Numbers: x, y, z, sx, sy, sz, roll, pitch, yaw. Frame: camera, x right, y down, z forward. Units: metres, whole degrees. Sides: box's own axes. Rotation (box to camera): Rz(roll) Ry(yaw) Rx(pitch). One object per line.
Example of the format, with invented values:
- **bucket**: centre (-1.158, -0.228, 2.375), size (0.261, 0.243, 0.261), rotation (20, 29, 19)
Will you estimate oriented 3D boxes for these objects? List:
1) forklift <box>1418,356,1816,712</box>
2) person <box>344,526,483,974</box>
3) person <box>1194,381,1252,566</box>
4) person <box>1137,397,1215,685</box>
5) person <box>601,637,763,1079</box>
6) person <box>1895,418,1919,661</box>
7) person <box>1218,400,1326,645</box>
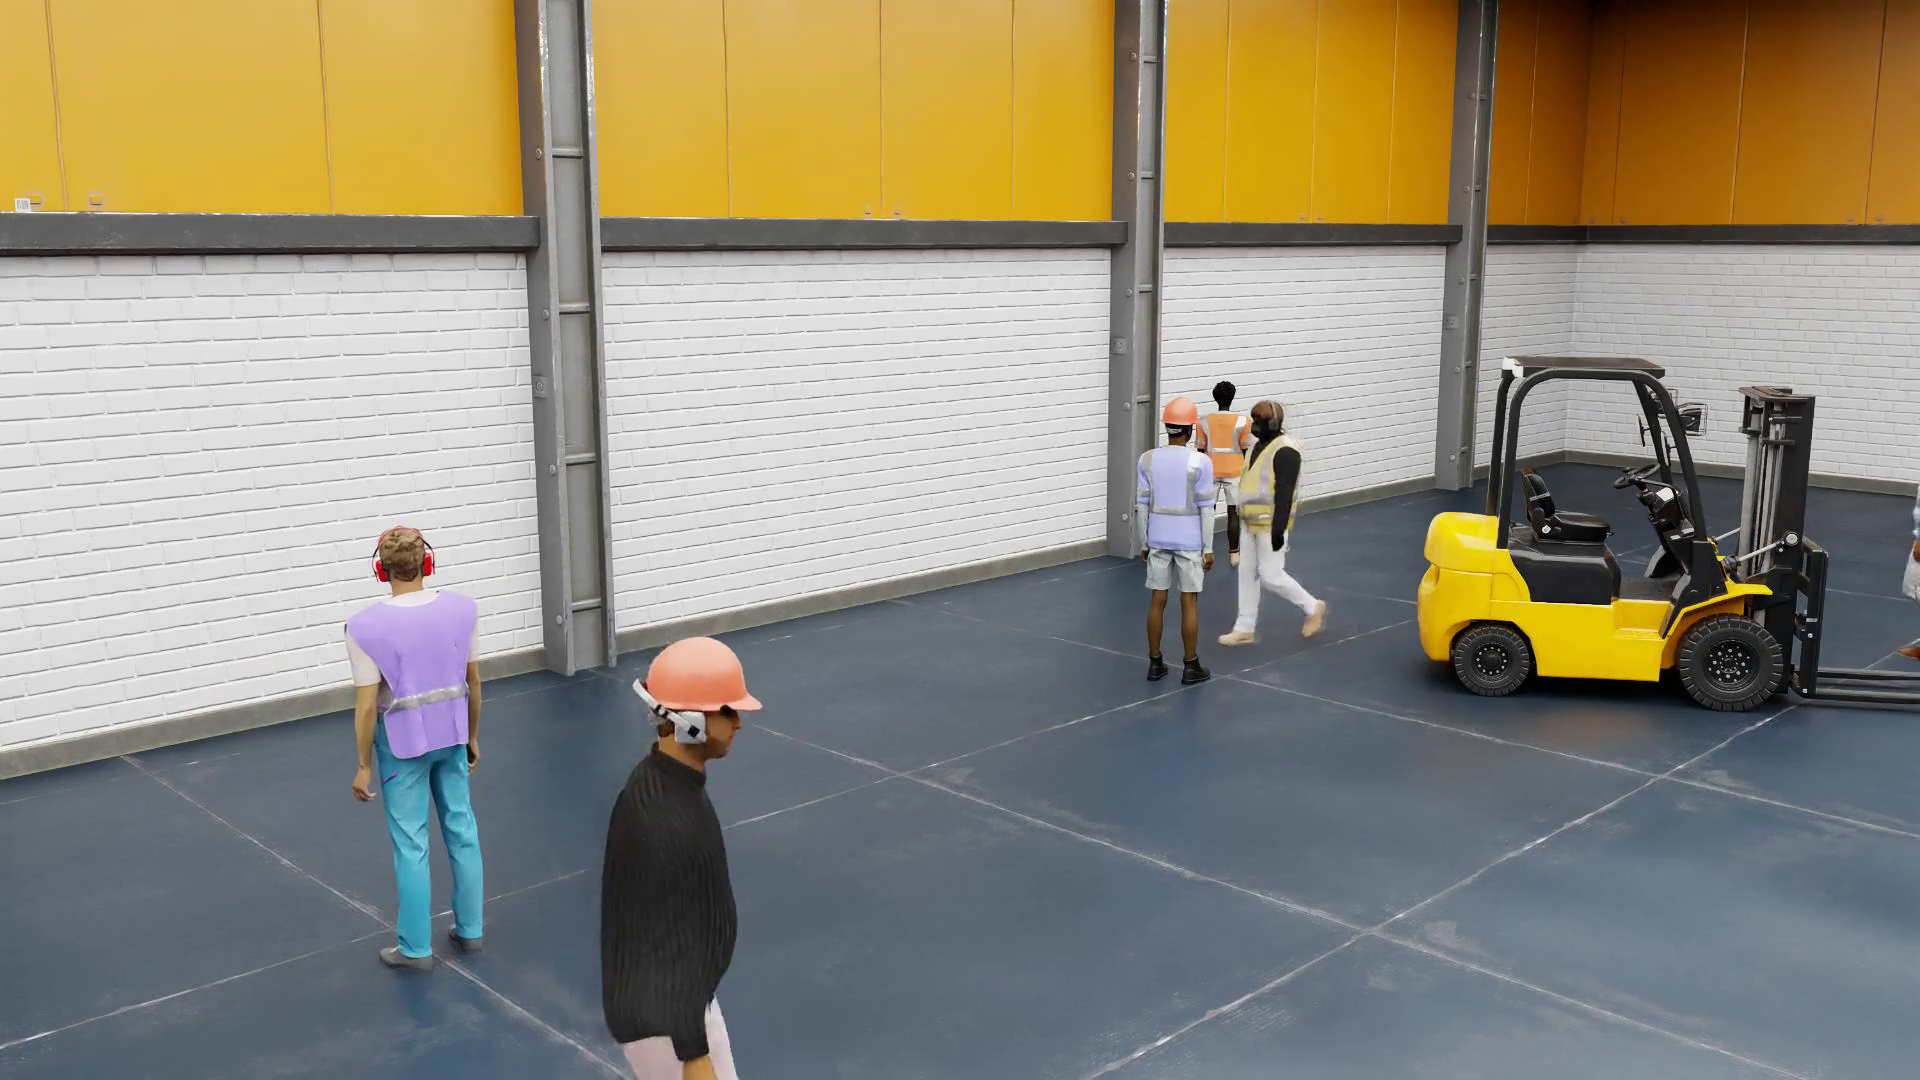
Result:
- **forklift**: centre (4.276, -0.101, 11.076), size (2.313, 2.155, 1.214), rotation (2, 11, 13)
- **person**: centre (-2.202, 0.861, 6.799), size (0.396, 1.839, 0.564), rotation (10, 14, 44)
- **person**: centre (2.401, -0.604, 15.197), size (0.531, 1.694, 0.320), rotation (4, 11, 20)
- **person**: centre (1.459, 0.007, 11.188), size (0.542, 1.938, 0.357), rotation (5, 12, 27)
- **person**: centre (-0.793, 1.225, 4.448), size (0.560, 1.972, 0.644), rotation (-1, 10, -4)
- **person**: centre (6.851, -0.045, 11.500), size (0.627, 1.925, 0.558), rotation (-8, 13, -38)
- **person**: centre (2.293, -0.118, 12.179), size (0.702, 1.827, 0.635), rotation (-3, 11, -17)
